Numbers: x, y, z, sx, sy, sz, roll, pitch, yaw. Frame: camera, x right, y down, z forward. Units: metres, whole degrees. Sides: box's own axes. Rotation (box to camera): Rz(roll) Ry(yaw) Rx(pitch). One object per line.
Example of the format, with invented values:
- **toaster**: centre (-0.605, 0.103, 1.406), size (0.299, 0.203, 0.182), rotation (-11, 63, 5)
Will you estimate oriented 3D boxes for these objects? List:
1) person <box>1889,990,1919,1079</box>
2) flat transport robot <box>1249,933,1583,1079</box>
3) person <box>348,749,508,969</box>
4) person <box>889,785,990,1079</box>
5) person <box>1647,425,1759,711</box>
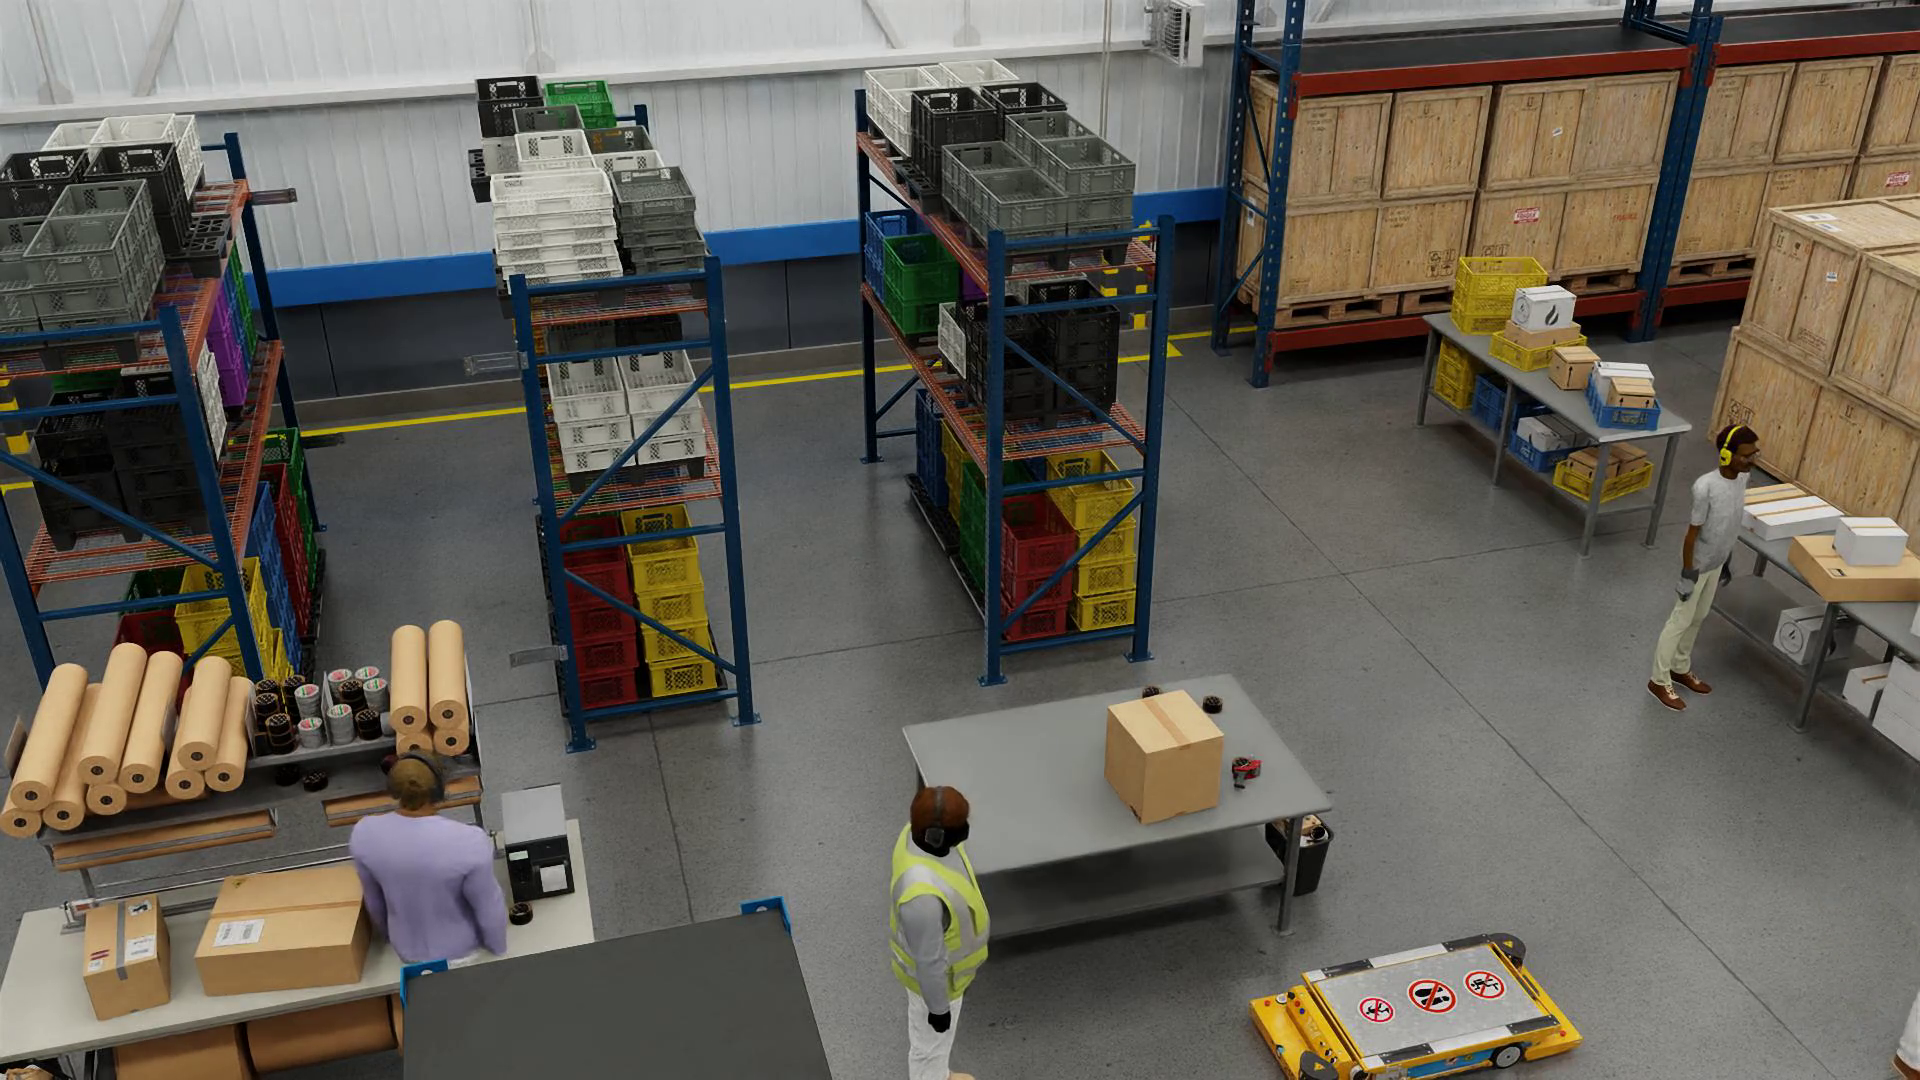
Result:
- **person**: centre (4.600, 1.688, 7.397), size (0.584, 1.883, 0.337), rotation (-15, 32, -26)
- **flat transport robot**: centre (2.184, 2.282, 7.980), size (1.431, 0.197, 0.652), rotation (-8, 30, -14)
- **person**: centre (-2.264, 1.745, 7.253), size (0.634, 1.931, 0.372), rotation (5, 29, 8)
- **person**: centre (-0.086, 1.828, 7.189), size (0.429, 1.844, 0.627), rotation (0, 29, -1)
- **person**: centre (4.587, 0.157, 10.195), size (0.514, 1.876, 0.328), rotation (-20, 35, -32)
